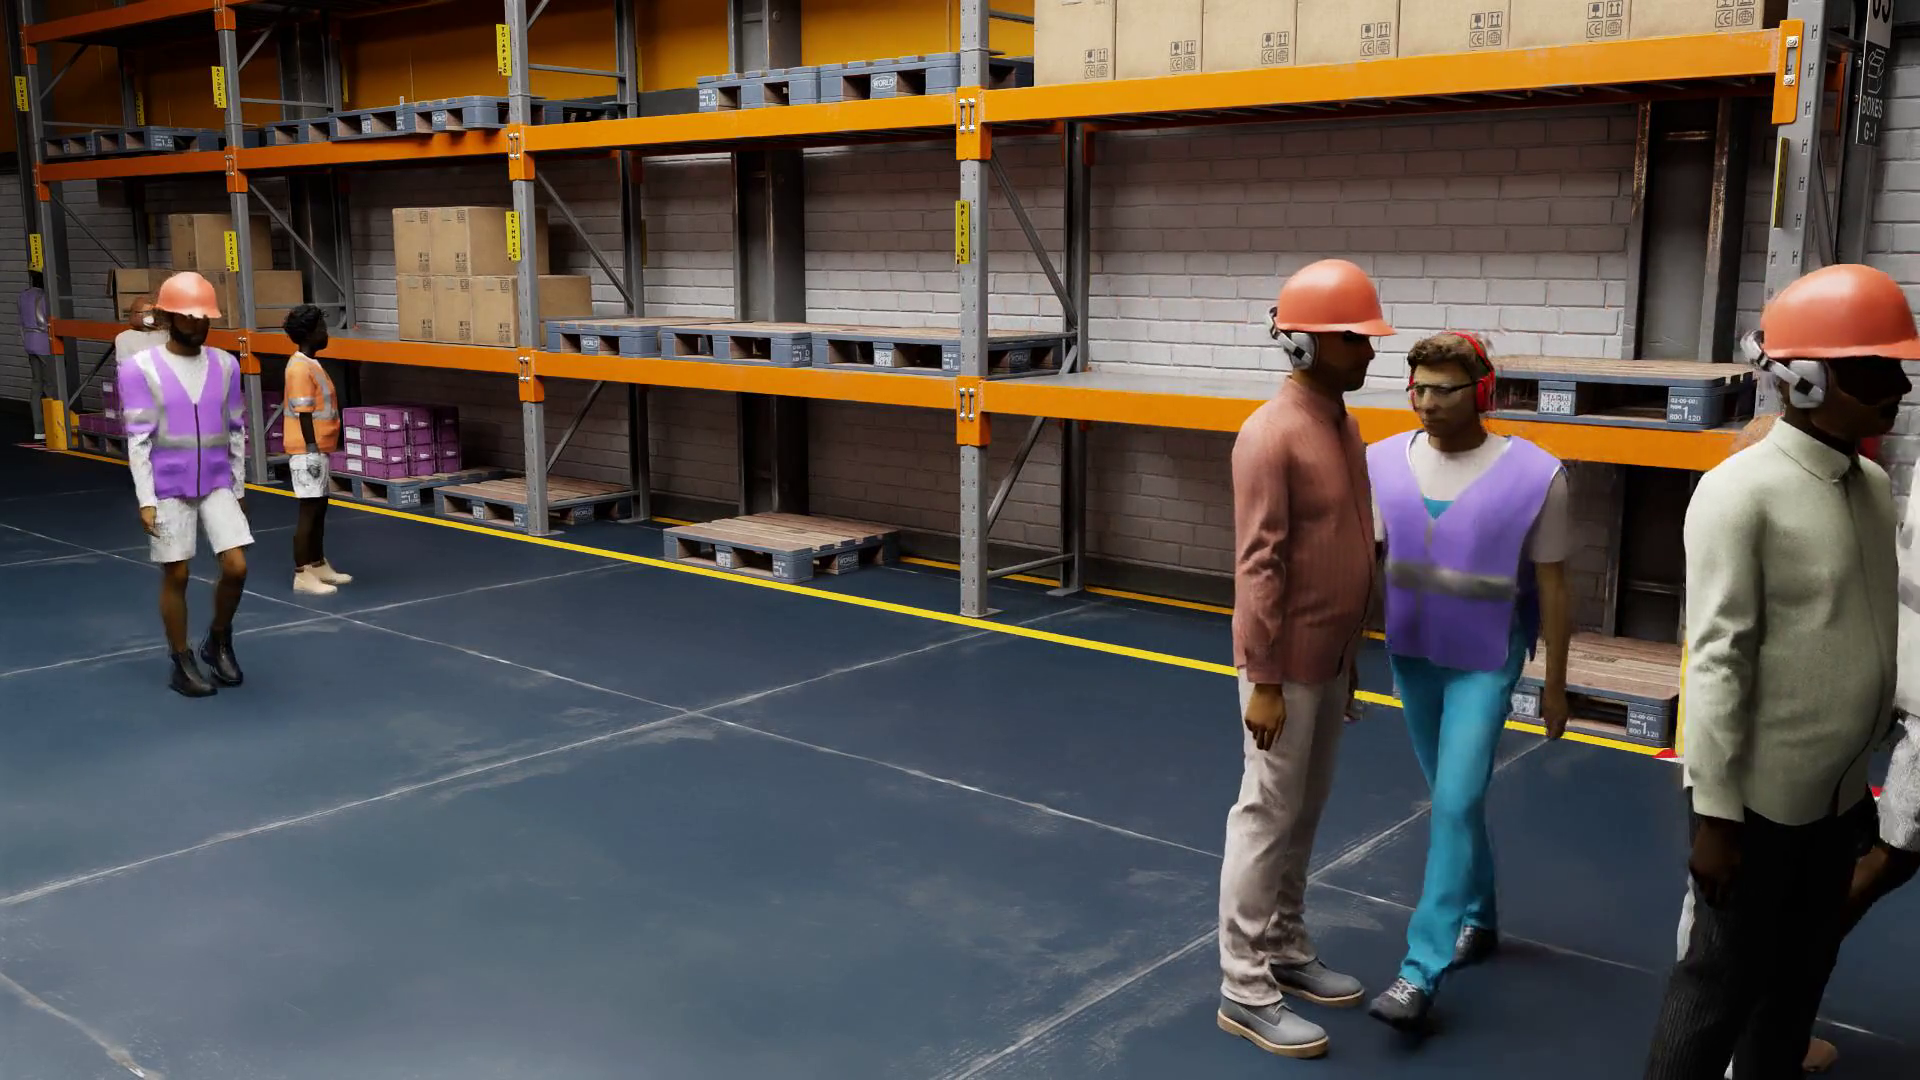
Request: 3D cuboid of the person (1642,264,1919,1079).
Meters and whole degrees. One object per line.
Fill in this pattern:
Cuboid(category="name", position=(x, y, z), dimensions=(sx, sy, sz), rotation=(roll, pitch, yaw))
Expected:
Cuboid(category="person", position=(1.615, 0.473, 3.280), dimensions=(0.627, 2.001, 0.487), rotation=(-7, 12, -36))

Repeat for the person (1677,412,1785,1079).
Cuboid(category="person", position=(1.958, 0.498, 4.102), dimensions=(0.279, 1.634, 0.499), rotation=(6, 12, 30))

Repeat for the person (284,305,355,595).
Cuboid(category="person", position=(-3.814, -0.527, 9.803), dimensions=(0.386, 1.695, 0.569), rotation=(-3, 10, -16))

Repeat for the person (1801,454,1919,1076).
Cuboid(category="person", position=(2.348, 0.363, 3.907), dimensions=(1.060, 1.986, 0.625), rotation=(3, 10, 14))

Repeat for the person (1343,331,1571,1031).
Cuboid(category="person", position=(1.254, 0.359, 4.411), dimensions=(0.566, 1.793, 0.962), rotation=(10, 14, 44))

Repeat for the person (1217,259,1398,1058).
Cuboid(category="person", position=(0.888, 0.292, 4.250), dimensions=(0.396, 1.992, 0.623), rotation=(6, 12, 31))

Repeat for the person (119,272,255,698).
Cuboid(category="person", position=(-3.443, -0.234, 7.464), dimensions=(0.453, 1.915, 0.560), rotation=(10, 14, 44))

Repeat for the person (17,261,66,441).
Cuboid(category="person", position=(-9.597, -1.989, 17.458), dimensions=(0.585, 1.918, 0.378), rotation=(5, 11, 28))

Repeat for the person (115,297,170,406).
Cuboid(category="person", position=(-6.687, -1.190, 13.741), dimensions=(0.280, 1.625, 0.501), rotation=(8, 13, 39))
